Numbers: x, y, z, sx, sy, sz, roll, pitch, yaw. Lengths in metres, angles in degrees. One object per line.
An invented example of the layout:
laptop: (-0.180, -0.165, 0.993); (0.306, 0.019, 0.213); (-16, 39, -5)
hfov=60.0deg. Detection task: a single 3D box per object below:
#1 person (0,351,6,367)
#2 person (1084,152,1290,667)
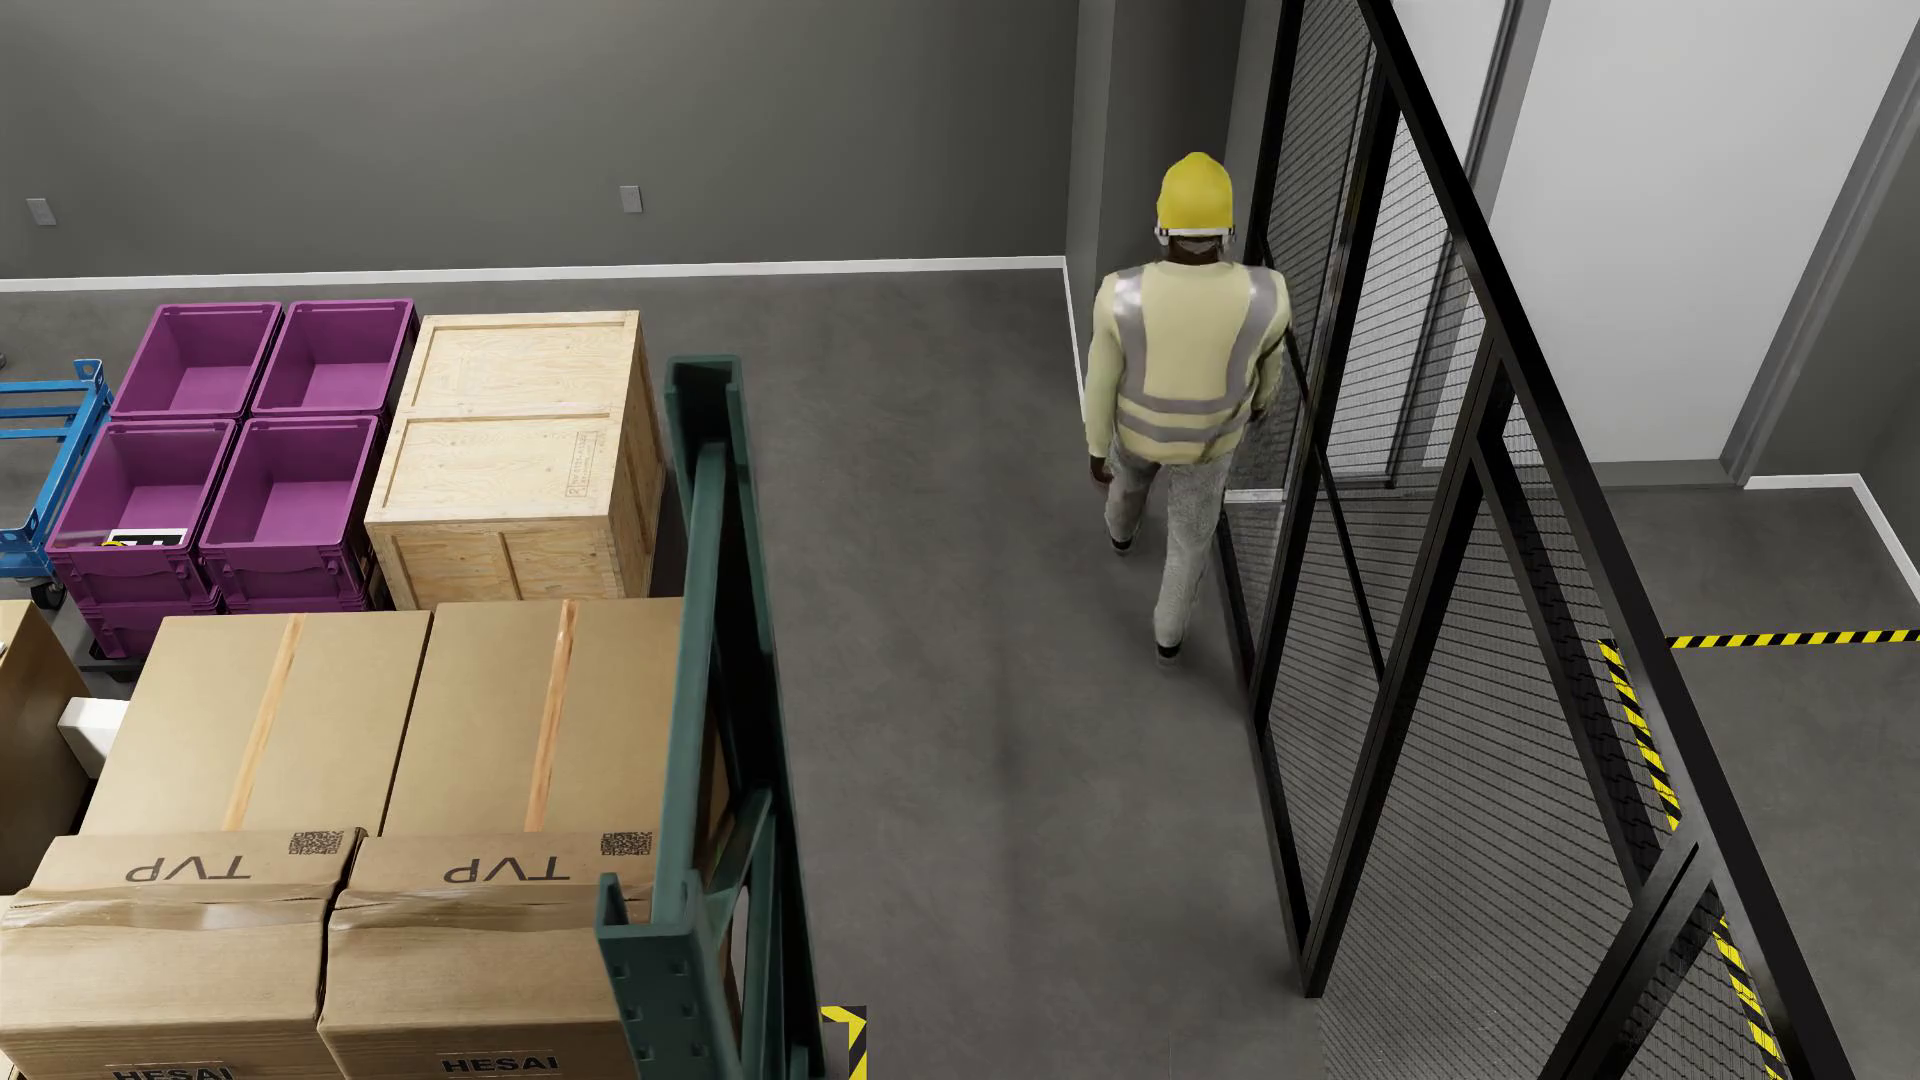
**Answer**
person: (-4.028, -1.268, 5.967); (0.357, 1.938, 0.638); (-4, 46, -3)
person: (0.697, -0.464, 5.297); (0.602, 1.795, 0.862); (4, 46, 4)
